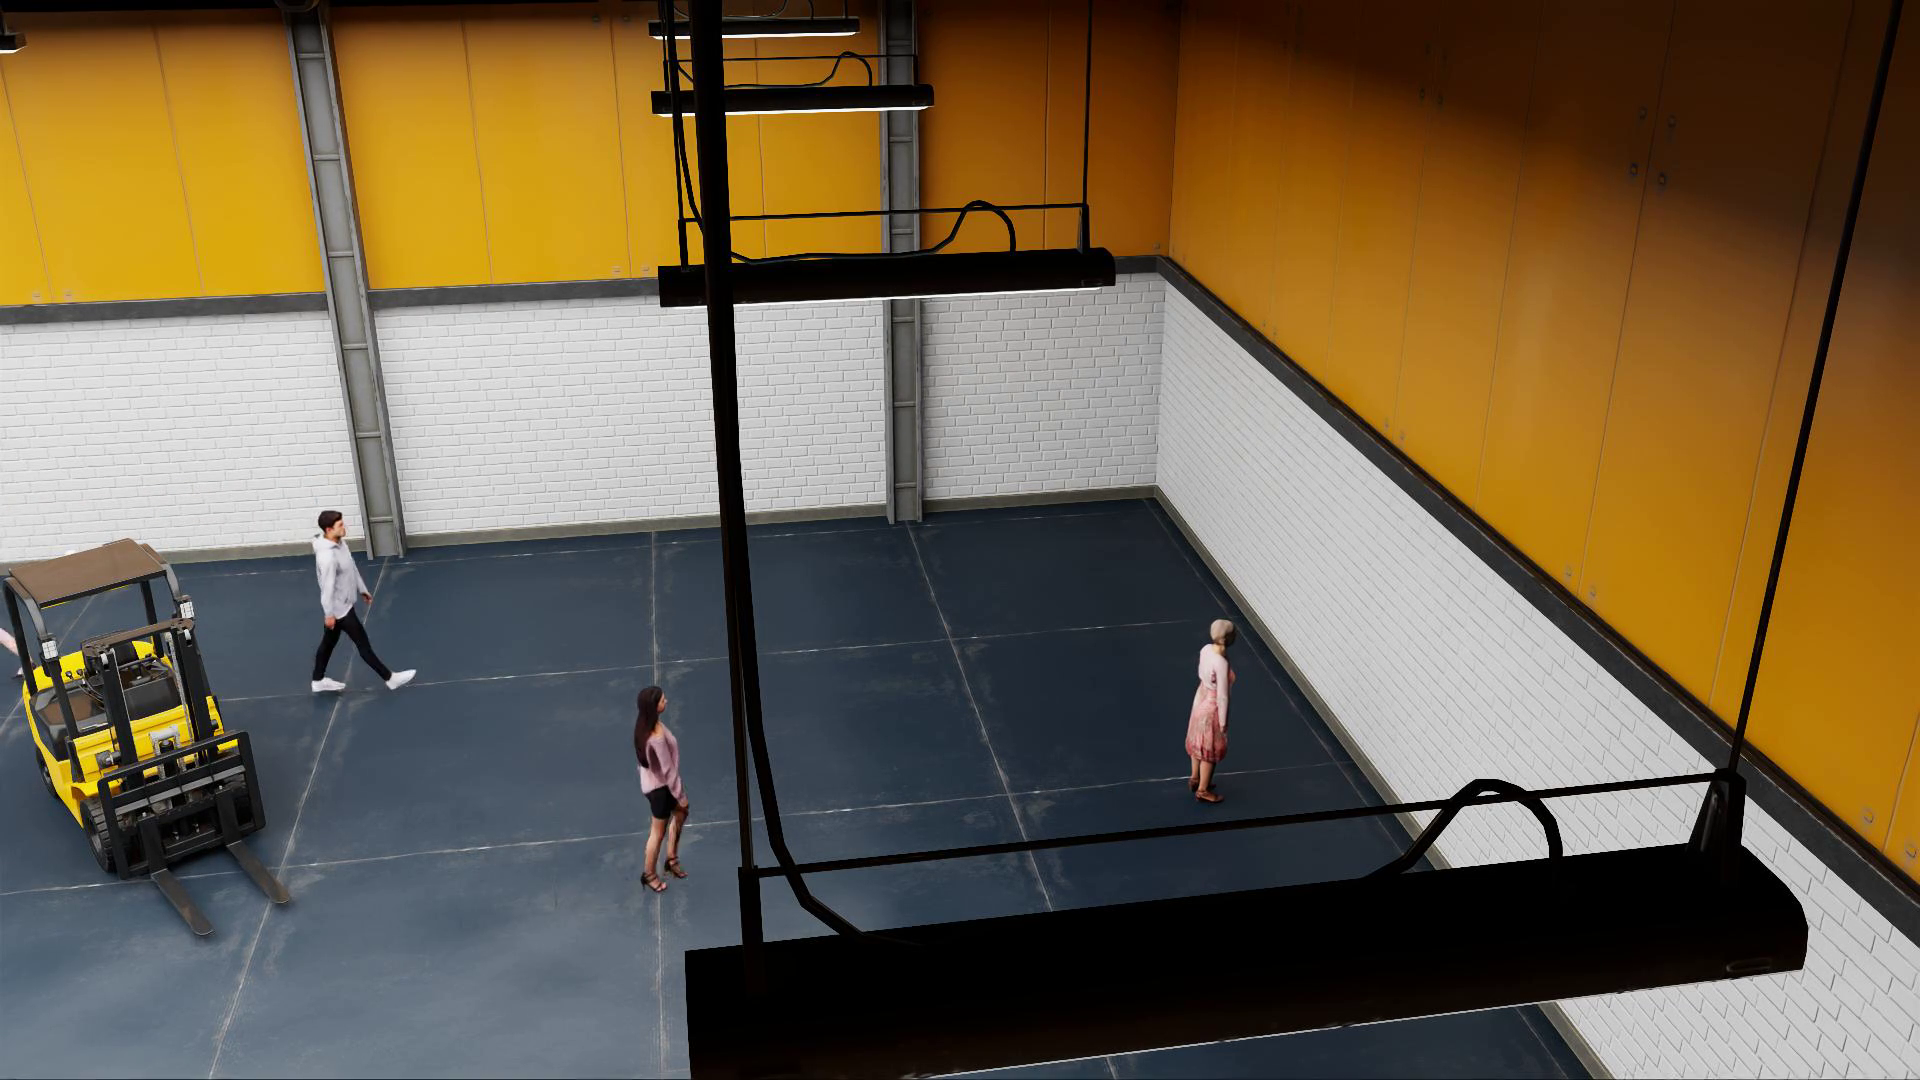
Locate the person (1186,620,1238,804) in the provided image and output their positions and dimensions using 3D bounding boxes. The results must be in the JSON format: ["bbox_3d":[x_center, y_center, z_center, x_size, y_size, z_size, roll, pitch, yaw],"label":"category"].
[{"bbox_3d":[2.117,1.437,14.069,0.604,1.689,0.619,-7,25,-15],"label":"person"}]

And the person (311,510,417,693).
[{"bbox_3d":[-5.949,0.637,15.685,1.209,1.860,0.693,-4,24,-10],"label":"person"}]

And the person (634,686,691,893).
[{"bbox_3d":[-2.394,1.955,12.749,0.698,1.797,0.674,-8,25,-17],"label":"person"}]
